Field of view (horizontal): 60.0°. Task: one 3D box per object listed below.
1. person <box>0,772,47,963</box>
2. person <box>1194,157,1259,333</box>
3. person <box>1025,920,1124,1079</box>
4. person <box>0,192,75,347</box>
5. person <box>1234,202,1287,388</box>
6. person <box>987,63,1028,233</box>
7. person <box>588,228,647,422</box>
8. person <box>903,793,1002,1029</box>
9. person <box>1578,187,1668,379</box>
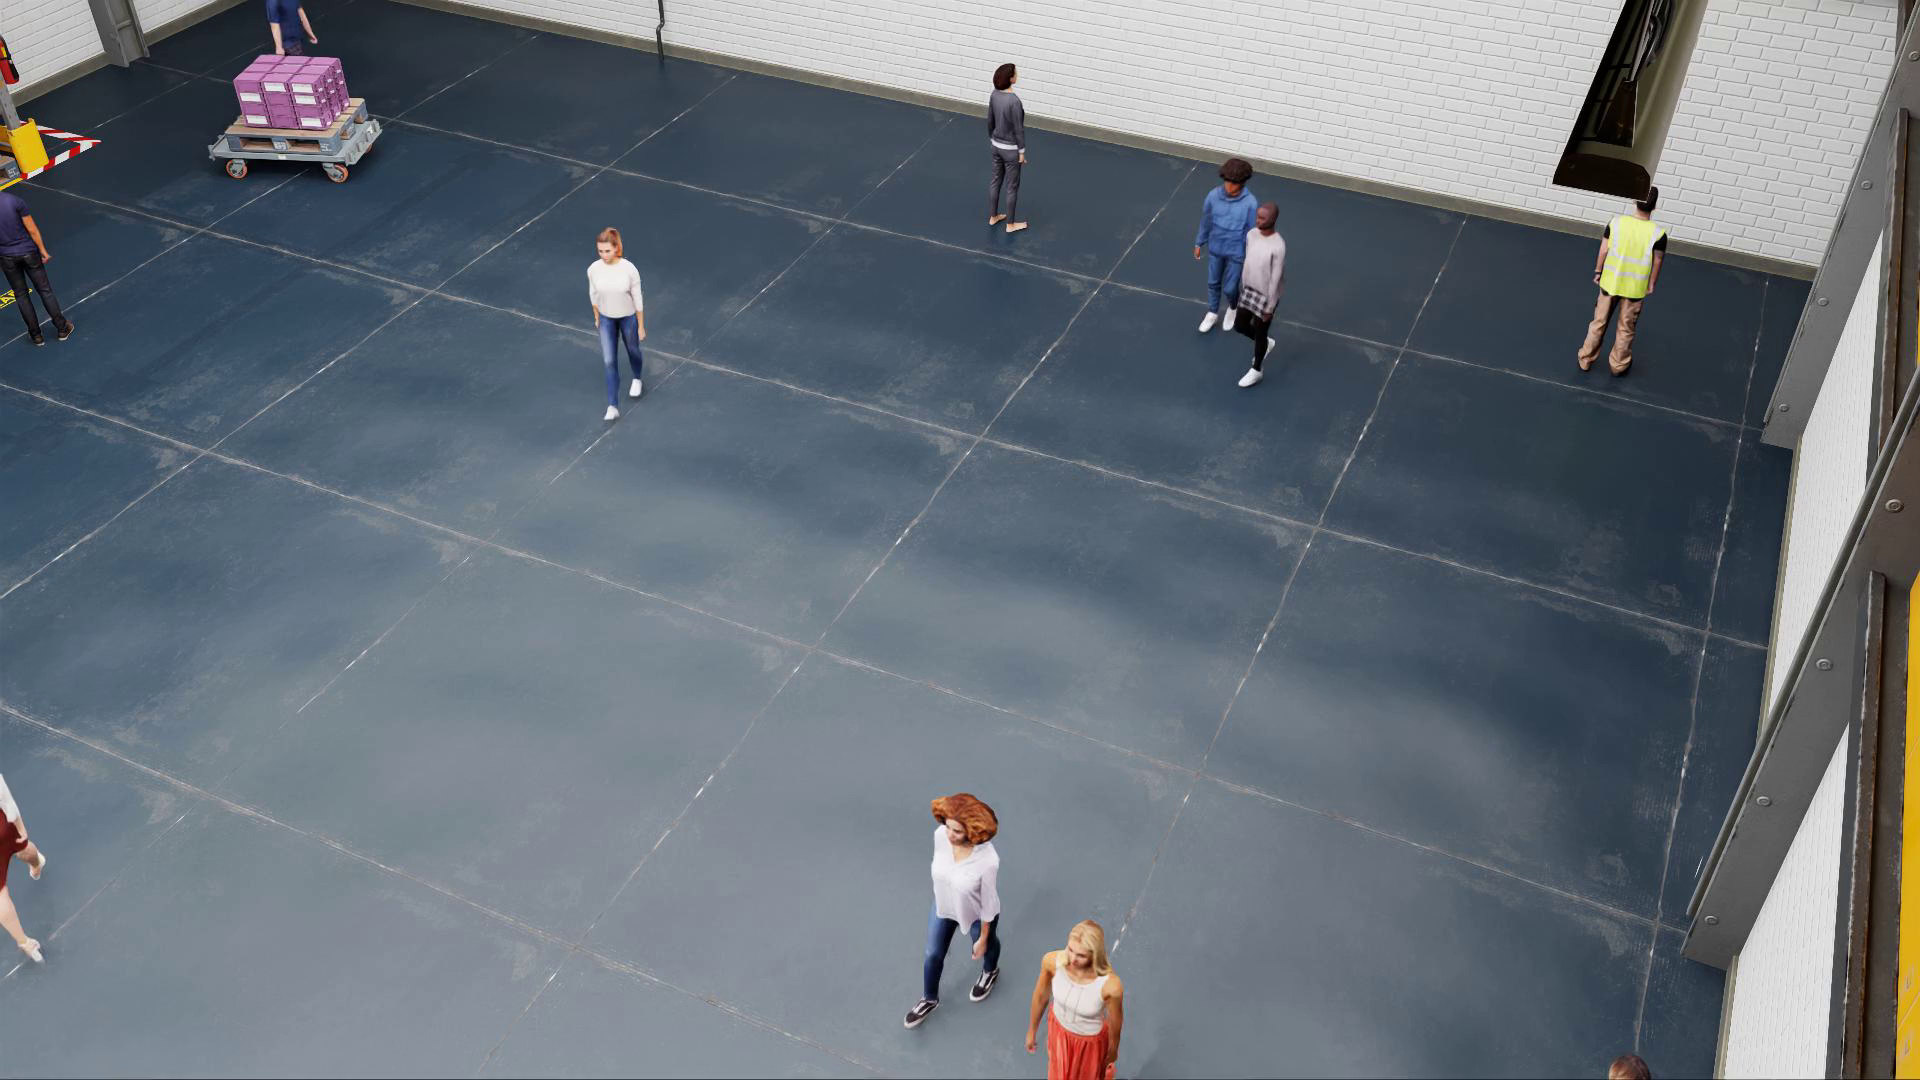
[{"bbox_3d":[-5.700,1.798,9.746,1.104,1.699,1.110,-17,42,-20],"label":"person"},{"bbox_3d":[2.519,-2.737,15.352,0.774,1.790,0.751,25,45,28],"label":"person"},{"bbox_3d":[0.660,2.554,8.727,0.700,1.791,0.845,23,44,26],"label":"person"},{"bbox_3d":[-8.617,-2.614,15.195,0.692,1.793,0.771,-16,41,-19],"label":"person"},{"bbox_3d":[2.726,-2.197,14.698,0.863,1.762,0.778,-27,46,-30],"label":"person"},{"bbox_3d":[0.473,-4.014,16.968,0.641,1.768,0.681,-32,48,-33],"label":"person"},{"bbox_3d":[-2.932,-1.942,14.439,0.896,1.687,1.132,2,39,2],"label":"person"},{"bbox_3d":[0.098,2.024,9.471,0.709,1.688,0.932,21,43,24],"label":"person"},{"bbox_3d":[5.897,-2.291,14.748,0.697,1.847,0.716,19,42,22],"label":"person"}]
